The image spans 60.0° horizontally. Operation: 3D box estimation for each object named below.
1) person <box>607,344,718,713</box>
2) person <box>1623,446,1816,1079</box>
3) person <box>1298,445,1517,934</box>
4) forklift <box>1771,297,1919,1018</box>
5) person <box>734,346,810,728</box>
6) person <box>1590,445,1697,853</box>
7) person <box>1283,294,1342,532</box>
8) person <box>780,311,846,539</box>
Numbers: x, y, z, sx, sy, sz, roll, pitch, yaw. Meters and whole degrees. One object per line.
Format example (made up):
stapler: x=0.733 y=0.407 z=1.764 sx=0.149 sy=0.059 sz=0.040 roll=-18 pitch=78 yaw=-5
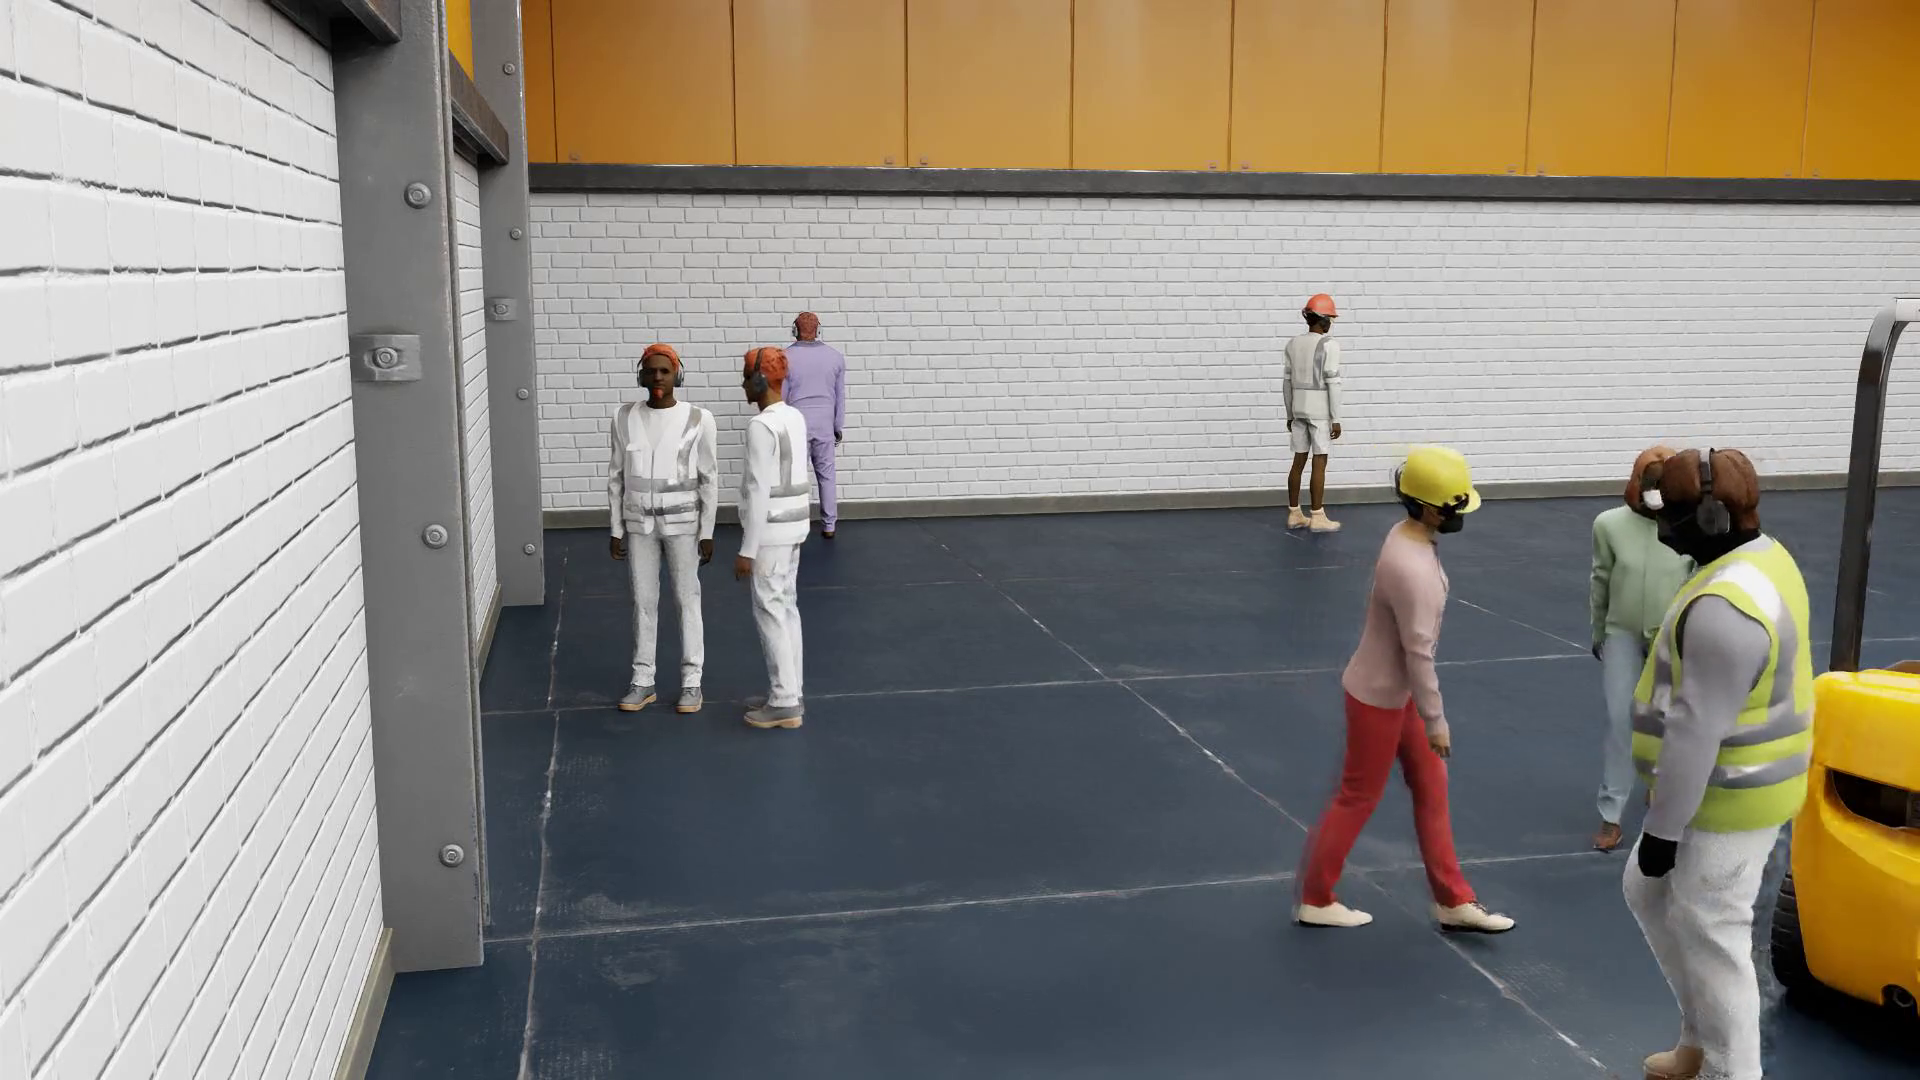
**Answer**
person: x=-1.520 y=-0.055 z=8.489 sx=0.576 sy=1.885 sz=0.355 roll=1 pitch=9 yaw=8
person: x=1.925 y=0.664 z=4.301 sx=0.474 sy=1.818 sz=0.640 roll=5 pitch=11 yaw=30
person: x=1.506 y=0.523 z=5.504 sx=0.759 sy=1.706 sz=0.583 roll=4 pitch=10 yaw=22
forklift: x=3.542 y=0.334 z=5.177 sx=2.313 sy=2.155 sz=1.214 roll=-9 pitch=13 yaw=-43
person: x=-0.927 y=-0.011 z=8.229 sx=0.352 sy=1.882 sz=0.605 roll=2 pitch=10 yaw=12
person: x=2.795 y=0.393 z=6.692 sx=0.509 sy=1.578 sz=0.914 roll=5 pitch=11 yaw=29
person: x=3.063 y=-1.090 z=14.321 sx=0.386 sy=2.039 sz=0.616 roll=-6 pitch=11 yaw=-32
person: x=-1.267 y=-0.941 z=13.822 sx=0.644 sy=1.908 sz=0.408 roll=-4 pitch=10 yaw=-25
